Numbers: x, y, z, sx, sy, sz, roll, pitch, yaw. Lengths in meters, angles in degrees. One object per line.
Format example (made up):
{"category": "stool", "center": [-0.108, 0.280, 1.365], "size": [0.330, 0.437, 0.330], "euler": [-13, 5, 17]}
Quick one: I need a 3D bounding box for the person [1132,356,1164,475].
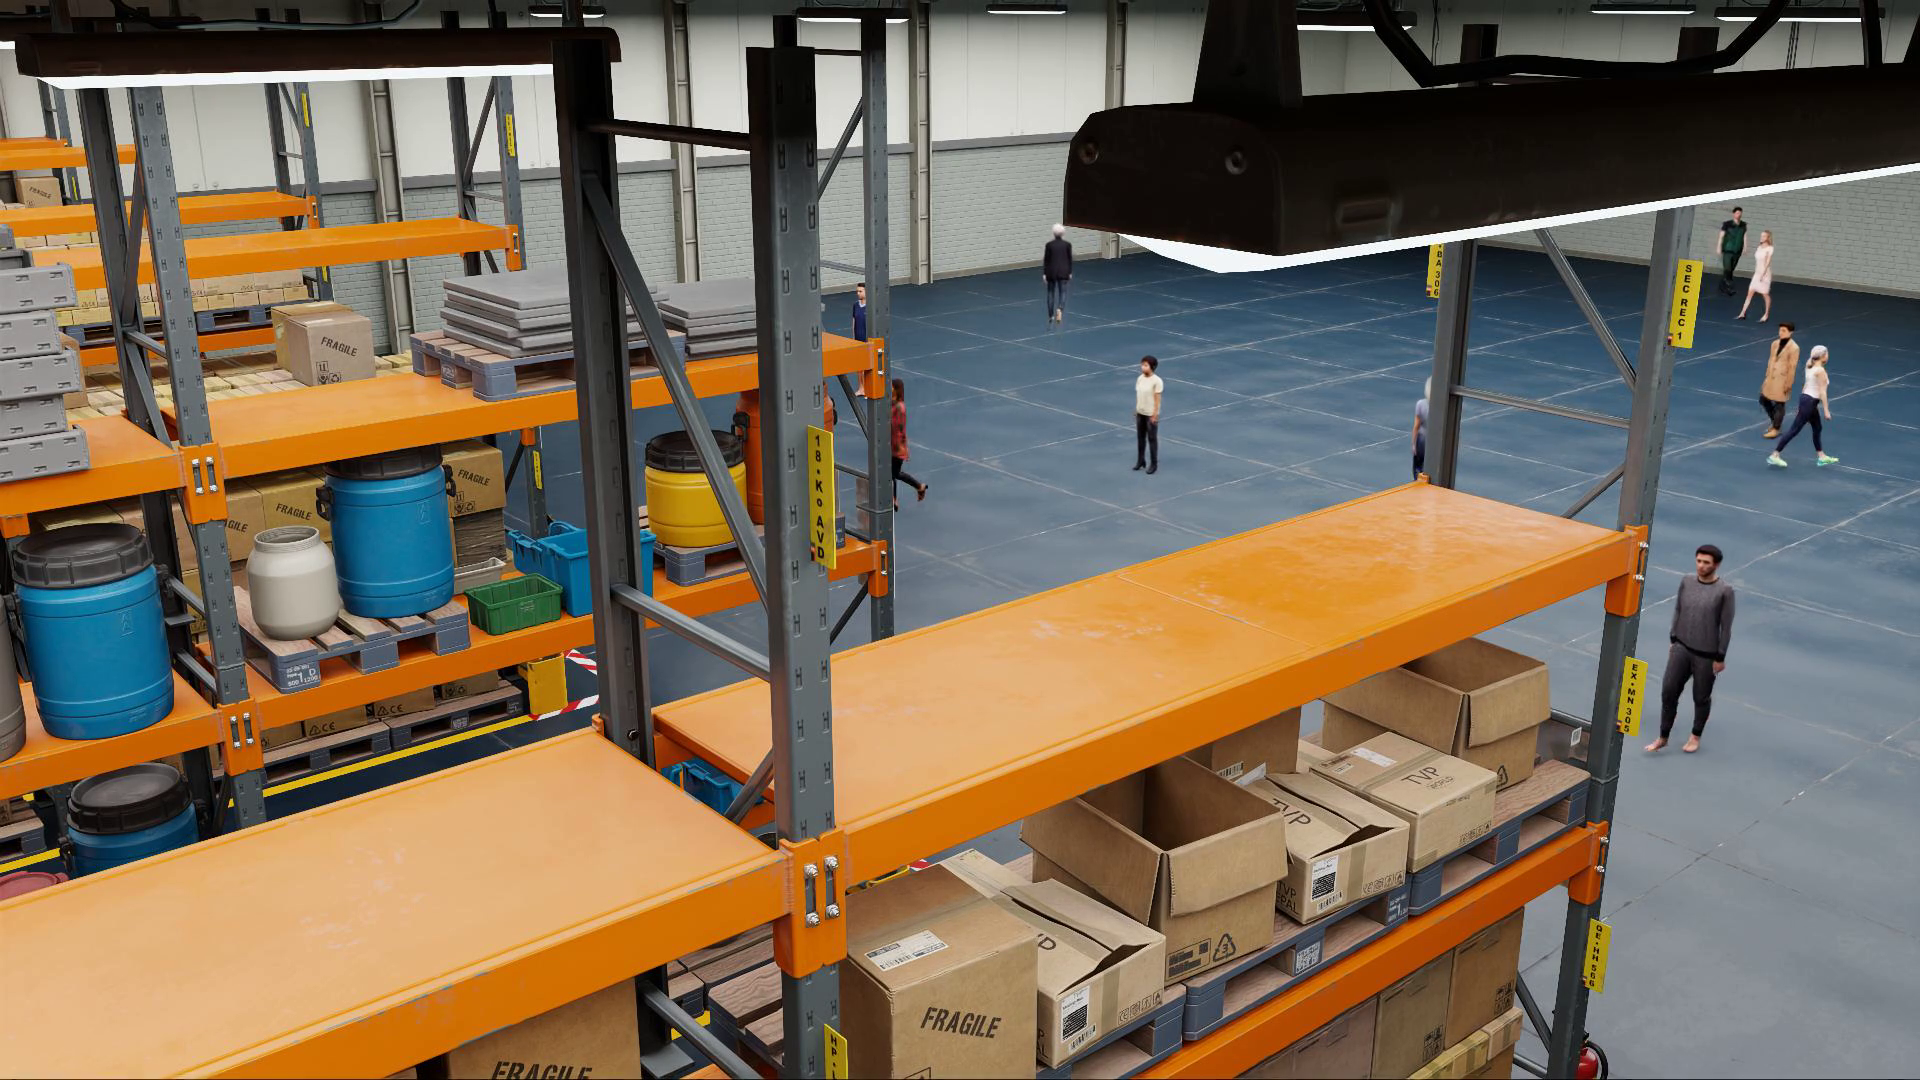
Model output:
{"category": "person", "center": [2.523, -1.693, 22.310], "size": [0.462, 1.587, 0.589], "euler": [-14, 23, -36]}

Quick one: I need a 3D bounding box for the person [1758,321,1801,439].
{"category": "person", "center": [11.921, -2.329, 24.052], "size": [0.831, 1.717, 0.797], "euler": [-6, 19, -19]}

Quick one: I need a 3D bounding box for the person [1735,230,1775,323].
{"category": "person", "center": [15.767, -5.121, 32.511], "size": [1.076, 1.790, 0.788], "euler": [-7, 19, -21]}

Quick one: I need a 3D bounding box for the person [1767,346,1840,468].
{"category": "person", "center": [11.337, -1.755, 22.390], "size": [1.192, 1.656, 1.151], "euler": [2, 18, 5]}

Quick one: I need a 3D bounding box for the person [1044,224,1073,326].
{"category": "person", "center": [1.622, -4.460, 28.072], "size": [1.115, 1.772, 1.091], "euler": [1, 18, 4]}

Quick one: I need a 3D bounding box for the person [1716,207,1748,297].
{"category": "person", "center": [16.501, -6.170, 35.635], "size": [1.262, 1.848, 1.258], "euler": [0, 18, 0]}

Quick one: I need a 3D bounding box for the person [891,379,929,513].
{"category": "person", "center": [-0.724, -1.157, 20.498], "size": [0.944, 1.690, 0.786], "euler": [-6, 19, -19]}

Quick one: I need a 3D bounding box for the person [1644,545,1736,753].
{"category": "person", "center": [6.245, 0.897, 13.965], "size": [0.808, 1.829, 0.705], "euler": [-15, 23, -38]}
